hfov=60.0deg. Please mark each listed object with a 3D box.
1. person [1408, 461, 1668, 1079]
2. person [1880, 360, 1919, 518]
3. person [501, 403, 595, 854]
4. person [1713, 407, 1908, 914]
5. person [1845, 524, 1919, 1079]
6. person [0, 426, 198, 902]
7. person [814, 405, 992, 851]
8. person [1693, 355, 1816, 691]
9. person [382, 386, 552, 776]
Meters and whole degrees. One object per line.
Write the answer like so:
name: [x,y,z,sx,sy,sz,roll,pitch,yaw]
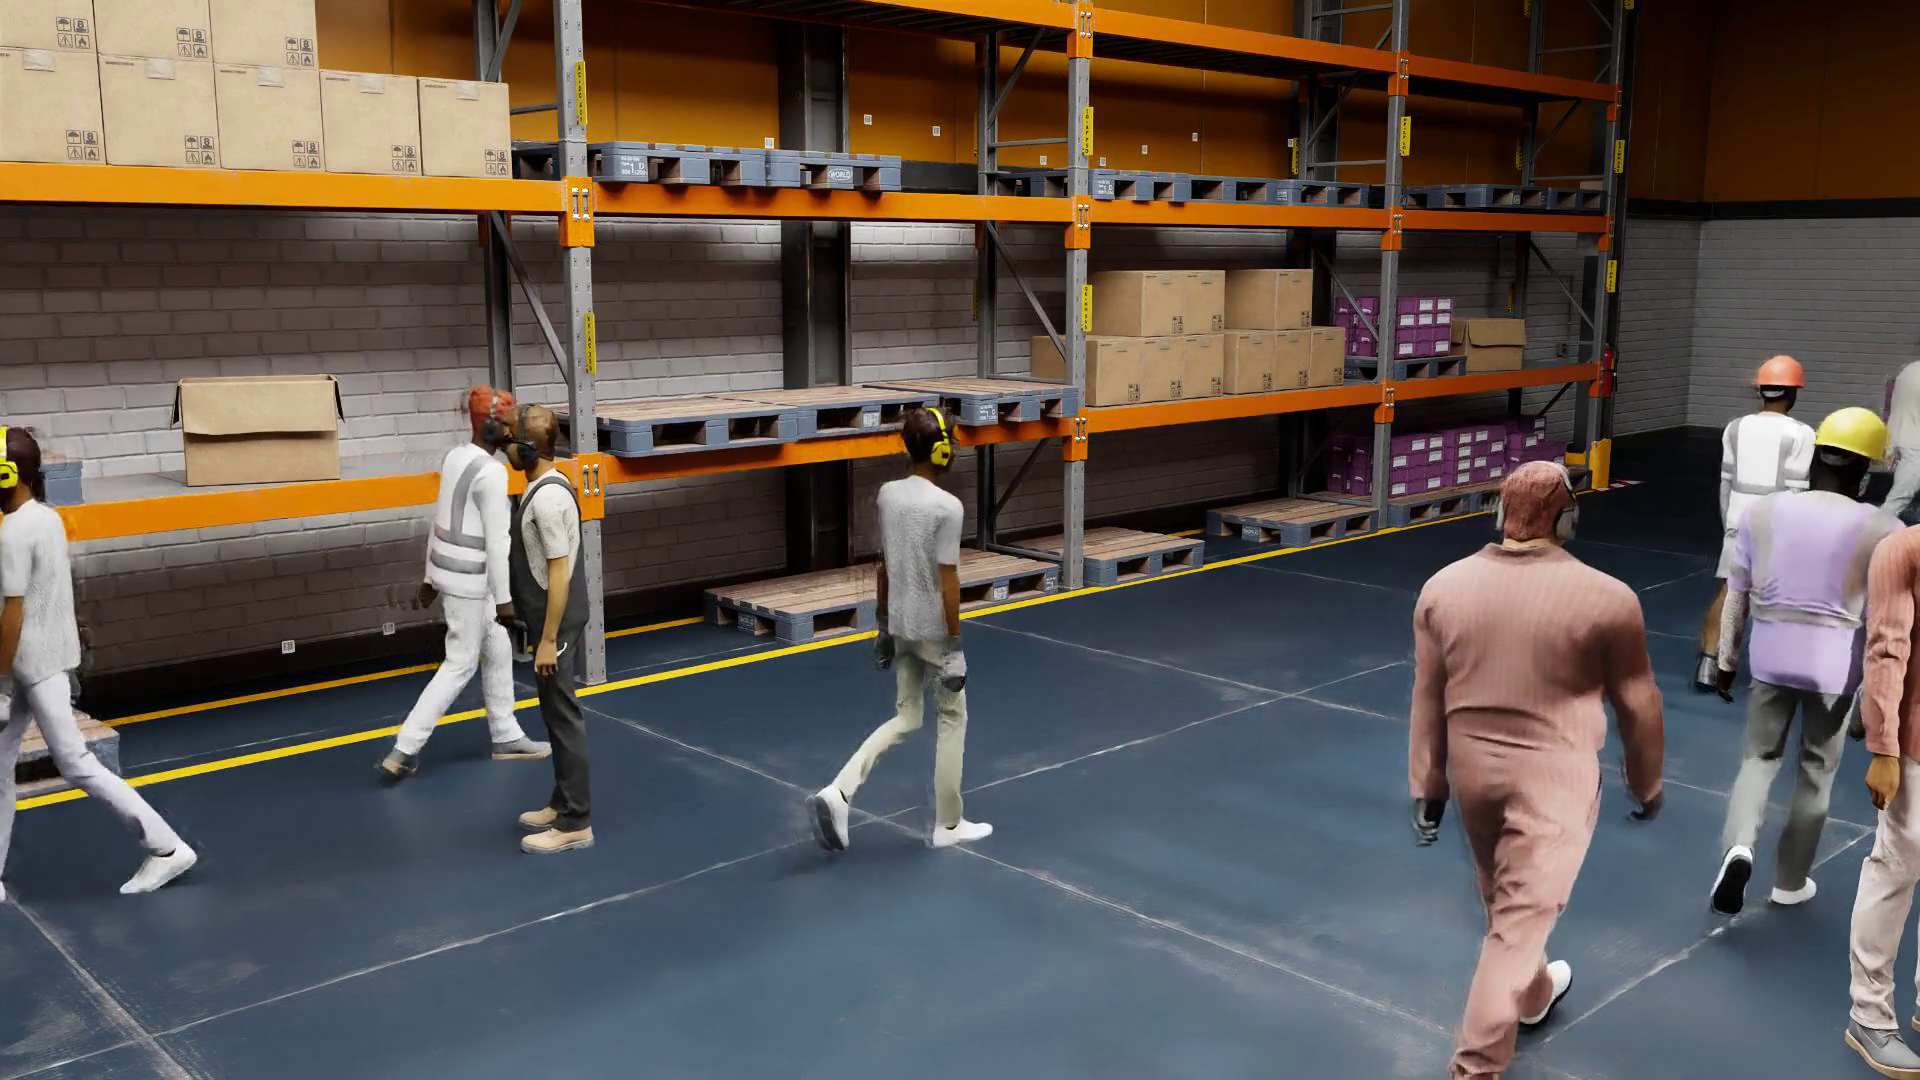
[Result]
person: [1.676,0.694,4.850,0.653,1.846,1.019,9,14,44]
person: [7.443,-0.673,12.718,1.027,1.883,0.641,1,10,8]
person: [-1.686,0.359,6.815,0.336,1.842,0.508,-2,10,-13]
person: [3.038,0.469,6.009,0.616,1.896,0.671,8,13,39]
person: [2.955,0.601,4.956,0.611,1.995,0.375,-3,10,-16]
person: [-3.391,0.480,6.174,0.954,1.829,0.535,-4,10,-22]
person: [-0.203,0.383,6.683,0.741,1.848,0.523,-8,13,-39]
person: [4.487,-0.088,9.339,1.045,1.885,0.557,-7,12,-35]
person: [-2.367,0.200,7.779,0.820,1.843,0.583,-5,11,-28]
